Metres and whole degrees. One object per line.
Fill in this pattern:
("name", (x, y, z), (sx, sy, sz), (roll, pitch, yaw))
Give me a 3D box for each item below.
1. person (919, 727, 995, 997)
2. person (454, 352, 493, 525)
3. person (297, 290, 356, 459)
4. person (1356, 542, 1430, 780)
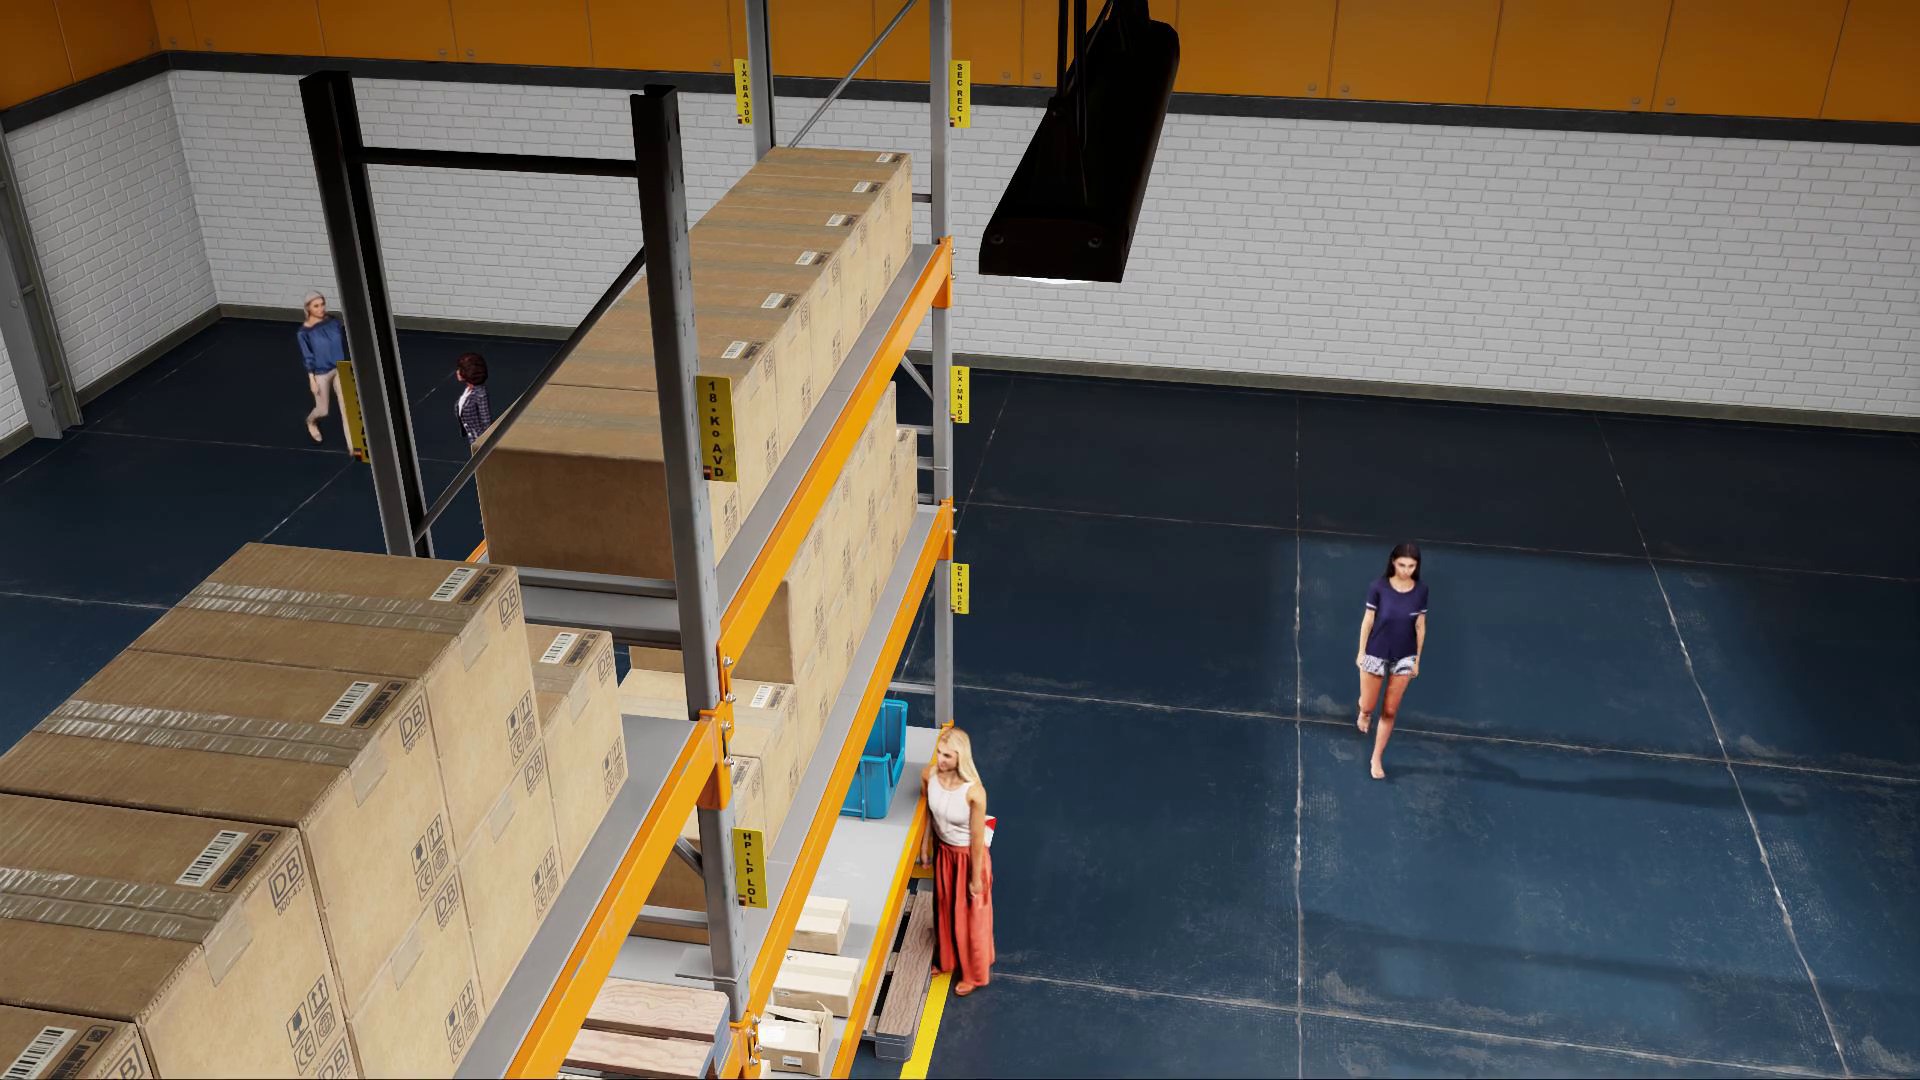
("person", (0.002, 1.811, 9.473), (0.720, 1.800, 0.749), (21, 35, 33))
("person", (-4.142, -0.837, 14.431), (0.766, 1.702, 0.671), (-13, 31, -23))
("person", (-6.048, -1.574, 15.812), (1.011, 1.672, 1.089), (21, 35, 34))
("person", (2.941, 0.768, 11.436), (0.612, 1.752, 0.834), (3, 29, 5))
